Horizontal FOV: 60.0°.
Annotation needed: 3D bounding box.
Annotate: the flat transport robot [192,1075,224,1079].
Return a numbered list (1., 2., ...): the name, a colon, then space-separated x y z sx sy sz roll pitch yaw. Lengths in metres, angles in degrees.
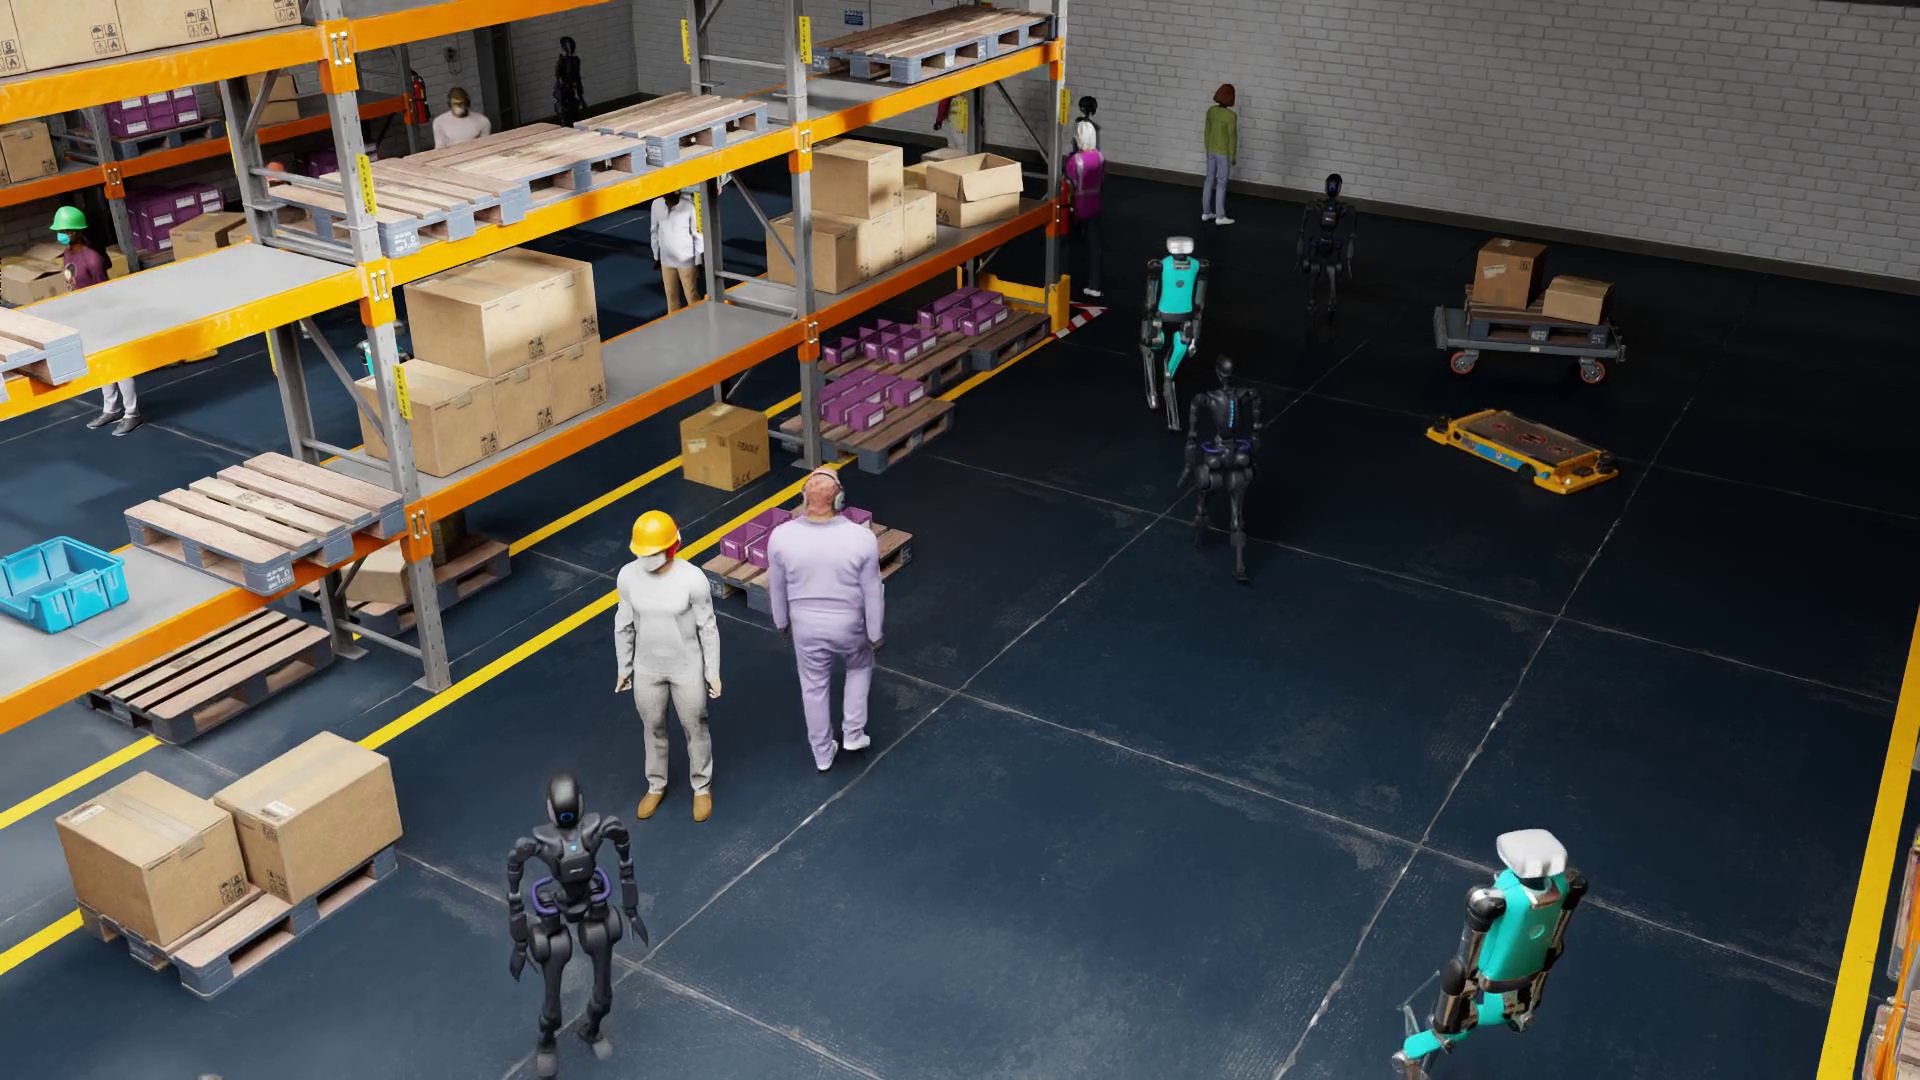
1. flat transport robot: -3.559 2.764 6.751 0.659 0.231 1.431 23 35 37

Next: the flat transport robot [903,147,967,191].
1. flat transport robot: -0.387 -3.631 19.352 1.431 0.231 0.659 20 33 34

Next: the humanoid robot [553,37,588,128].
1. humanoid robot: -5.294 -5.895 22.266 0.463 1.646 0.596 10 29 19

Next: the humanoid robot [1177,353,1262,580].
1. humanoid robot: 1.861 -0.538 11.754 0.603 1.629 0.779 -5 27 -9

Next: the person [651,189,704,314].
1. person: -2.700 -2.682 15.844 0.571 1.746 0.343 12 29 22

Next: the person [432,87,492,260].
1. person: -5.437 -4.048 18.358 0.633 1.919 0.519 -8 28 -15

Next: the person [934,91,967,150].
1. person: -0.113 -5.358 21.050 0.879 1.802 0.646 12 29 22

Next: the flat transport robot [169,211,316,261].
1. flat transport robot: -7.225 -2.430 16.987 0.659 0.231 1.431 4 27 8

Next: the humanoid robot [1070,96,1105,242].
1. humanoid robot: 1.437 -4.240 18.991 0.335 1.657 0.594 -12 29 -22

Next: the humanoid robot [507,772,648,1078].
1. humanoid robot: -1.700 1.687 7.341 0.616 1.647 0.401 -13 29 -23

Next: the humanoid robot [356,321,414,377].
1. humanoid robot: -3.898 -0.867 12.133 0.533 1.681 0.735 19 32 32

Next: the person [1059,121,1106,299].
1. person: 1.246 -3.467 17.326 0.530 1.809 0.828 -14 30 -26

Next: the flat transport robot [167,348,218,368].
1. flat transport robot: -7.823 -1.744 15.634 1.431 0.231 0.659 -20 33 -34

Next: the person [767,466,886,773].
1. person: -0.739 0.443 9.525 0.670 1.892 0.525 3 27 6

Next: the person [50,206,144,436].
1. person: -7.260 -1.855 13.993 0.493 1.955 0.417 15 31 27

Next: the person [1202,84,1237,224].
1. person: 3.082 -4.571 19.694 0.286 1.632 0.500 -17 31 -30

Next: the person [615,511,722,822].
1. person: -1.586 0.693 9.040 0.584 1.892 0.378 3 27 5

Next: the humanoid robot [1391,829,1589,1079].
1. humanoid robot: 2.082 1.840 7.039 0.539 1.816 0.855 -10 29 -19

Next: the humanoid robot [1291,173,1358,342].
1. humanoid robot: 3.495 -2.699 15.957 0.599 1.645 0.335 6 28 12

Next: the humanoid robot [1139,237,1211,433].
1. humanoid robot: 1.760 -1.778 14.117 0.551 1.741 1.068 -3 27 -6

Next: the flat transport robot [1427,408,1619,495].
1. flat transport robot: 4.621 -0.761 13.698 0.659 0.231 1.431 -17 31 -30

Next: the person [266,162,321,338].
1. person: -6.482 -2.784 16.055 0.607 1.728 0.396 -11 29 -20
